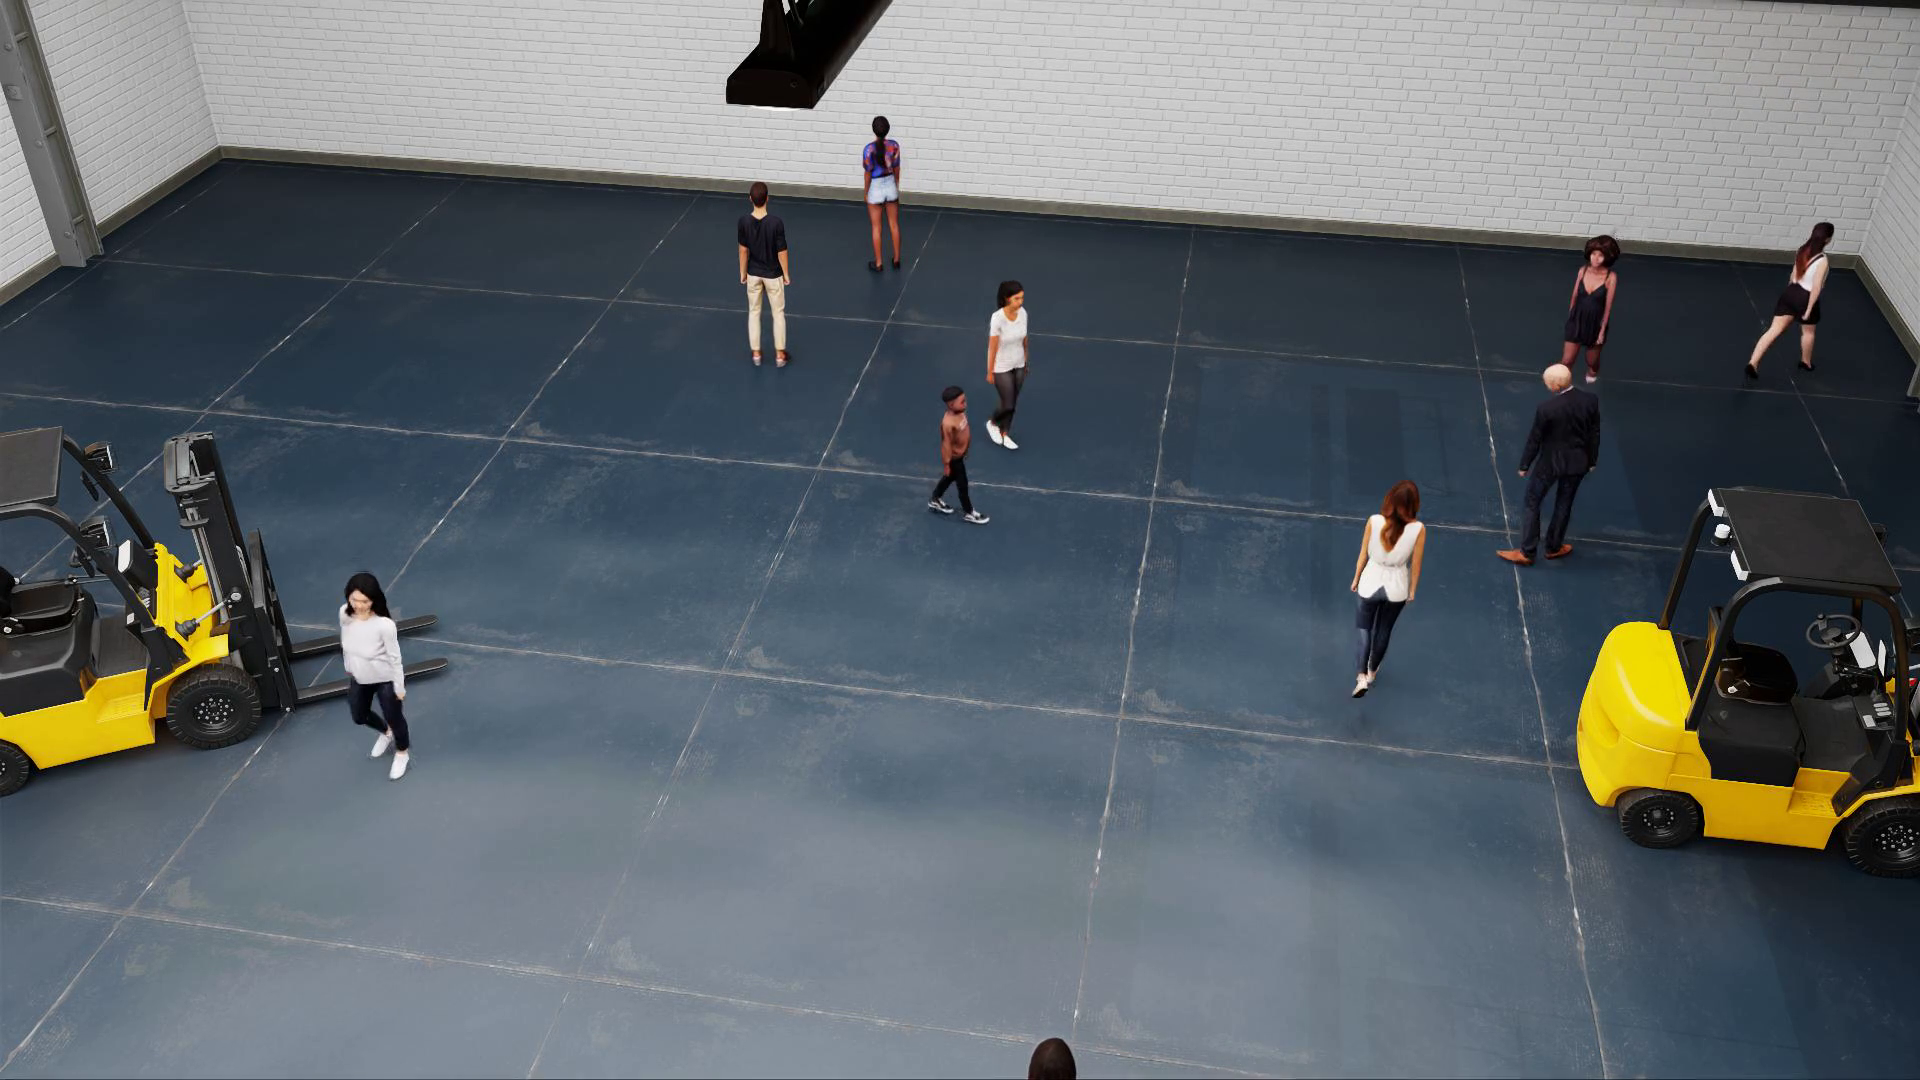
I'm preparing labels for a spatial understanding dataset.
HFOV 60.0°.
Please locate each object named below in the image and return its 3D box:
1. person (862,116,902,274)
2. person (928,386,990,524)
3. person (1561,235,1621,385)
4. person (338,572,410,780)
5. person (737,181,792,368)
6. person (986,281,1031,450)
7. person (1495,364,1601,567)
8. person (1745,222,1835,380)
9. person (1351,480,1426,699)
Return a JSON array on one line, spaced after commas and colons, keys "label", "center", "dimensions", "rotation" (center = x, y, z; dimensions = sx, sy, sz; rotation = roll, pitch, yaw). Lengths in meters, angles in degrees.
[{"label": "person", "center": [-0.839, -3.752, 18.020], "dimensions": [0.671, 1.743, 0.689], "rotation": [-13, 36, -19]}, {"label": "person", "center": [-0.092, -0.735, 13.937], "dimensions": [0.653, 1.237, 0.755], "rotation": [10, 35, 15]}, {"label": "person", "center": [5.811, -1.976, 15.326], "dimensions": [0.821, 1.766, 1.085], "rotation": [22, 39, 29]}, {"label": "person", "center": [-3.878, 0.880, 11.102], "dimensions": [0.703, 1.685, 0.678], "rotation": [16, 37, 23]}, {"label": "person", "center": [-1.895, -2.573, 16.148], "dimensions": [0.640, 1.851, 0.557], "rotation": [4, 34, 6]}, {"label": "person", "center": [0.366, -1.578, 14.851], "dimensions": [0.707, 1.630, 0.772], "rotation": [-23, 40, -31]}, {"label": "person", "center": [4.828, -0.596, 13.256], "dimensions": [0.878, 1.761, 0.671], "rotation": [7, 34, 11]}, {"label": "person", "center": [7.921, -2.228, 15.856], "dimensions": [1.032, 1.600, 1.093], "rotation": [-14, 36, -20]}, {"label": "person", "center": [2.984, 0.390, 11.763], "dimensions": [0.659, 1.770, 0.913], "rotation": [9, 35, 14]}]
